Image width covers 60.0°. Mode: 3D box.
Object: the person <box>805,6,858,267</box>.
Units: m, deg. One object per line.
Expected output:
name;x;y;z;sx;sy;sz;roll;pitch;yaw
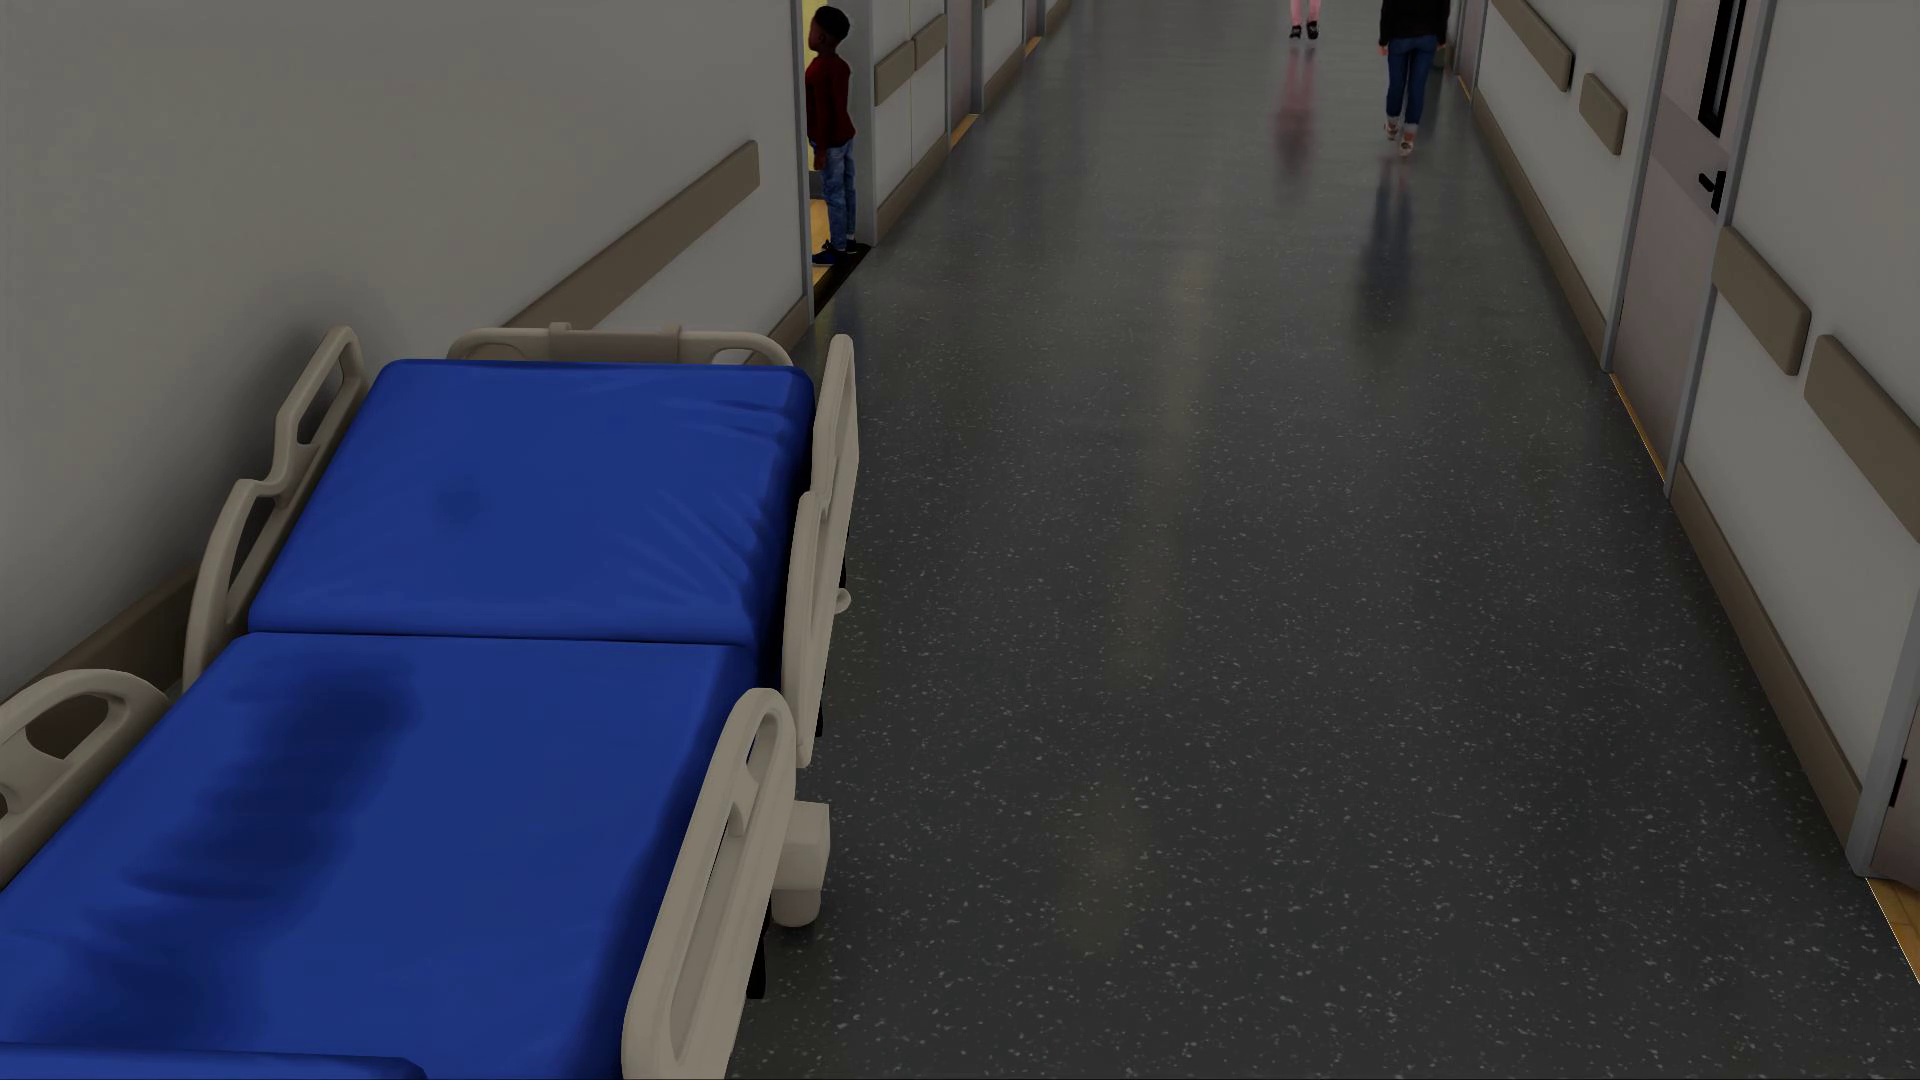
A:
person;-0.634;-2.003;8.268;0.502;1.255;0.520;7;27;14

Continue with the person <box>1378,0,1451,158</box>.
person;2.828;-3.108;10.345;0.876;1.441;0.634;5;26;9

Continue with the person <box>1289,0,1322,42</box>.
person;3.025;-5.145;14.447;0.511;1.548;0.586;6;26;13
